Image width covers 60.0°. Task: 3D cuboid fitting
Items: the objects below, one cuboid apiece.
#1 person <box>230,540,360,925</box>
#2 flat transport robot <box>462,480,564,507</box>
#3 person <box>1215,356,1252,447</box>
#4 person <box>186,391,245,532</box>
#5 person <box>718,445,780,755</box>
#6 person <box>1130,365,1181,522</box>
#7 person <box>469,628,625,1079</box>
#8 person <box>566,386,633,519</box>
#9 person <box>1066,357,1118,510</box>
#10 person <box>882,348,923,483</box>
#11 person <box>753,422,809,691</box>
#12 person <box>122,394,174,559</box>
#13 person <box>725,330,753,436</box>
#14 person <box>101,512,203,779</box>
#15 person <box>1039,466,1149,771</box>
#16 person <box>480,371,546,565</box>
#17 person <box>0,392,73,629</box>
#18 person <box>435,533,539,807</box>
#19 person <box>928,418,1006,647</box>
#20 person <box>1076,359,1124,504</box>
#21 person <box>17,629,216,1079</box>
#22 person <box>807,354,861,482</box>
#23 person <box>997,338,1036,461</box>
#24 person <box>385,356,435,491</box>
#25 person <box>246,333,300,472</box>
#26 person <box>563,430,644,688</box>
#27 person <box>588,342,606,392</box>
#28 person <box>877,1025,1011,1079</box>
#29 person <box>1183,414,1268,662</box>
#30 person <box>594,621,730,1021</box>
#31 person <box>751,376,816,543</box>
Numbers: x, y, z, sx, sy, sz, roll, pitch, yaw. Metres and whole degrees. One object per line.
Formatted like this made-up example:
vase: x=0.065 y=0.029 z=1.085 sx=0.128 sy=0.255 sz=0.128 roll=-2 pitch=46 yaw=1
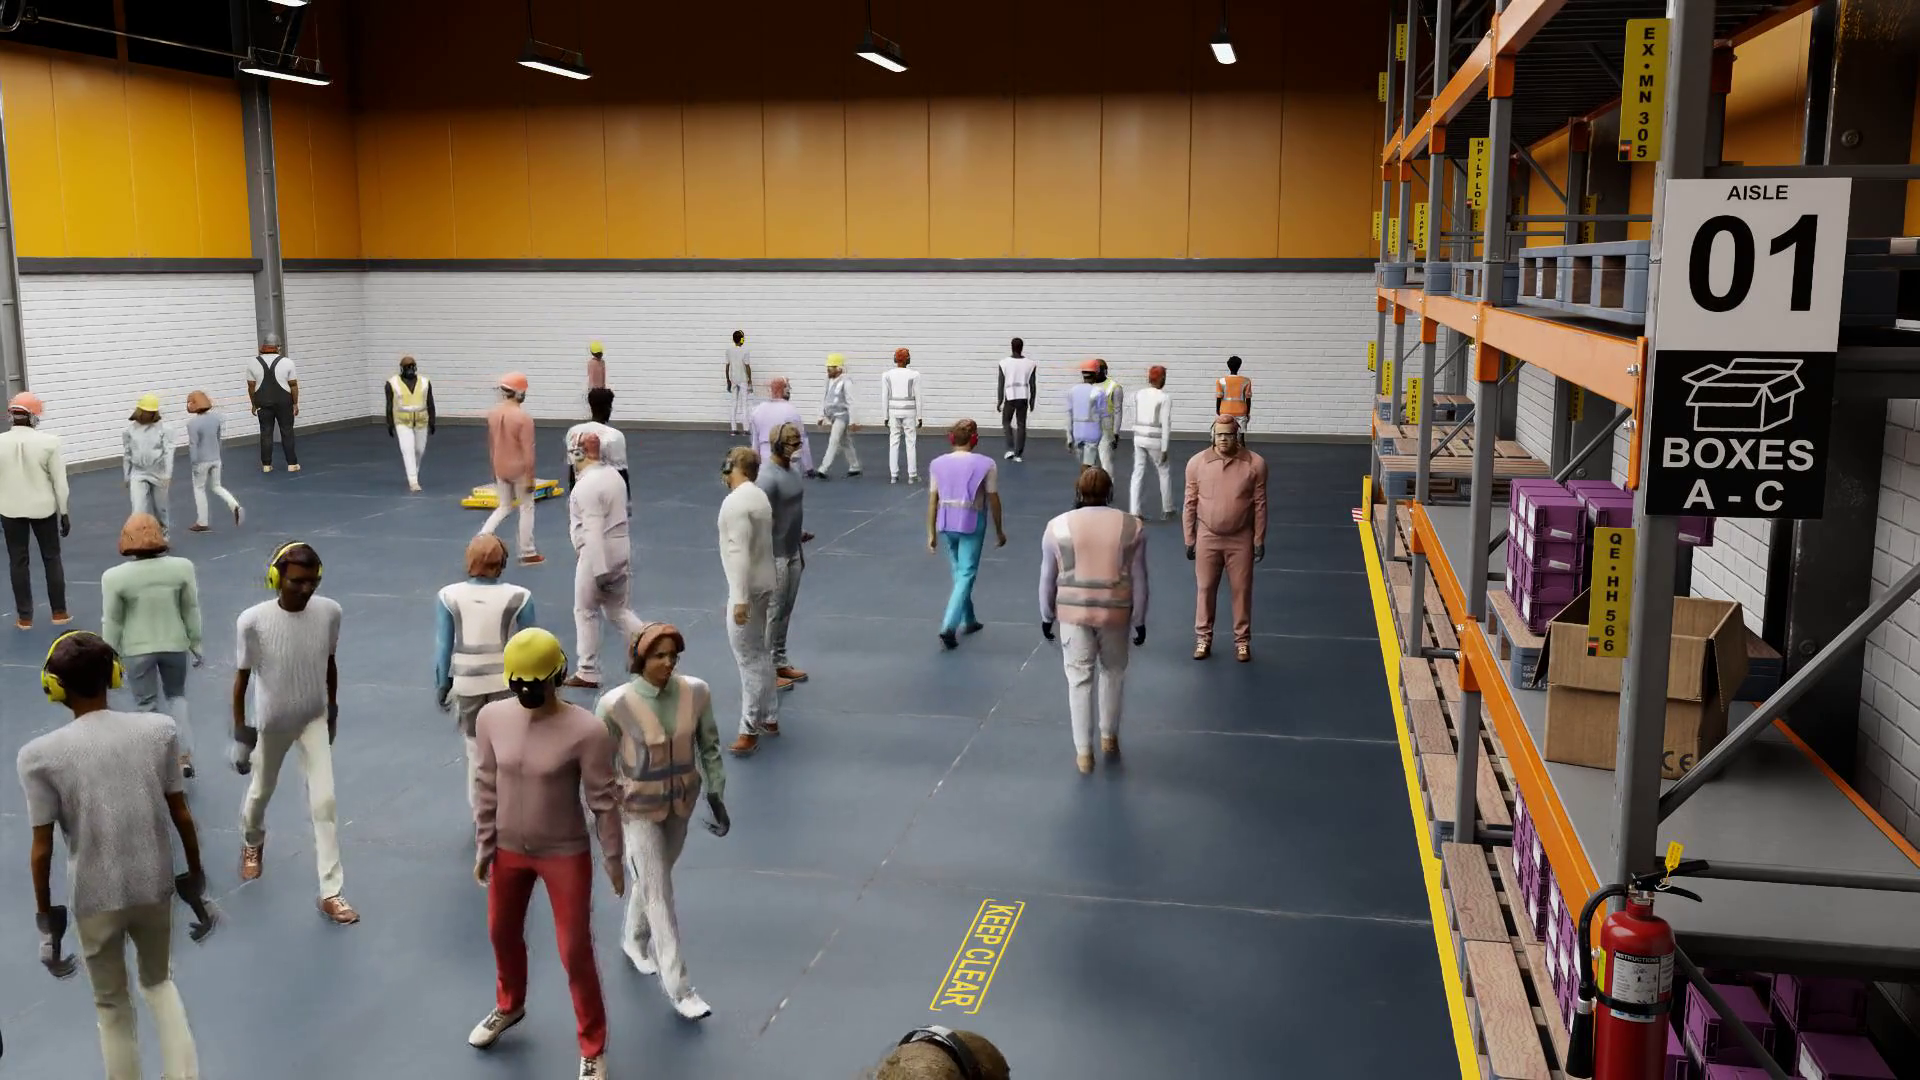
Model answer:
person: x=-3.228 y=0.854 z=7.923 sx=0.545 sy=1.775 sz=1.124 roll=-8 pitch=12 yaw=-39
flat transport robot: x=-5.691 y=-0.613 z=21.226 sx=0.652 sy=0.197 sz=1.431 roll=2 pitch=10 yaw=14
person: x=3.996 y=-1.841 z=24.340 sx=0.541 sy=1.695 sz=0.316 roll=0 pitch=9 yaw=3
person: x=-8.466 y=-0.882 z=18.786 sx=0.606 sy=1.615 sz=0.512 roll=3 pitch=10 yaw=20
person: x=-1.345 y=0.369 z=10.471 sx=0.367 sy=1.897 sz=0.762 roll=1 pitch=9 yaw=6
person: x=2.308 y=-1.130 z=19.602 sx=0.601 sy=1.848 sz=0.872 roll=8 pitch=12 yaw=39
person: x=-1.577 y=1.149 z=6.201 sx=0.732 sy=1.739 sz=0.524 roll=2 pitch=10 yaw=14
person: x=-3.219 y=-0.408 z=14.944 sx=0.628 sy=1.945 sz=0.430 roll=5 pitch=11 yaw=27
person: x=1.640 y=-1.254 z=20.168 sx=0.555 sy=1.902 sz=0.867 roll=9 pitch=13 yaw=44
person: x=-0.792 y=-1.719 z=23.050 sx=0.574 sy=1.882 sz=0.356 roll=2 pitch=10 yaw=12
person: x=-1.291 y=0.112 z=11.901 sx=0.382 sy=1.930 sz=0.623 roll=3 pitch=10 yaw=15
person: x=-8.494 y=-0.695 z=17.436 sx=0.507 sy=1.700 sz=0.815 roll=-4 pitch=10 yaw=-21
person: x=-3.910 y=-2.782 z=29.487 sx=0.518 sy=1.873 sz=0.328 roll=4 pitch=10 yaw=20
person: x=-4.645 y=0.643 z=9.567 sx=0.520 sy=1.620 sz=0.341 roll=-8 pitch=13 yaw=-41
person: x=0.808 y=0.449 z=10.164 sx=0.654 sy=1.819 sz=0.756 roll=0 pitch=9 yaw=1
person: x=-4.509 y=-0.693 z=16.586 sx=0.615 sy=1.979 sz=0.704 roll=6 pitch=11 yaw=32
person: x=-7.771 y=-0.237 z=13.893 sx=0.639 sy=1.970 sz=0.412 roll=-4 pitch=10 yaw=-21
person: x=-2.480 y=0.766 z=8.829 sx=0.544 sy=1.619 sz=0.540 roll=-1 pitch=9 yaw=-5
person: x=0.007 y=-0.070 z=13.347 sx=0.566 sy=1.812 sz=0.907 roll=5 pitch=11 yaw=28
person: x=1.748 y=-1.381 z=21.134 sx=0.633 sy=1.842 sz=0.429 roll=7 pitch=11 yaw=35
person: x=-2.812 y=1.208 z=5.580 sx=0.538 sy=1.834 sz=0.467 roll=-9 pitch=13 yaw=-43
person: x=-1.768 y=-1.718 z=23.345 sx=0.935 sy=1.777 sz=0.611 roll=-5 pitch=11 yaw=-30
person: x=0.862 y=-2.170 z=25.698 sx=0.631 sy=1.898 sz=0.556 roll=-2 pitch=10 yaw=-10
person: x=-7.435 y=-1.593 z=22.502 sx=0.632 sy=1.818 sz=0.837 roll=-6 pitch=11 yaw=-32
person: x=-10.042 y=-2.021 z=24.391 sx=0.689 sy=2.000 sz=0.537 roll=-2 pitch=10 yaw=-11
person: x=-2.471 y=0.145 z=11.884 sx=0.757 sy=1.865 sz=0.653 roll=3 pitch=10 yaw=16
person: x=-6.193 y=-2.541 z=28.477 sx=0.421 sy=1.719 sz=0.650 roll=2 pitch=10 yaw=14
person: x=-0.041 y=1.670 z=2.628 sx=0.649 sy=1.890 sz=1.034 roll=9 pitch=13 yaw=44
person: x=2.022 y=-0.013 z=12.723 sx=0.645 sy=1.904 sz=0.401 roll=2 pitch=10 yaw=12
person: x=-1.238 y=1.113 z=6.858 sx=0.512 sy=1.588 sz=0.870 roll=-8 pitch=12 yaw=-39
person: x=-1.894 y=-0.814 z=17.703 sx=0.652 sy=1.853 sz=1.019 roll=8 pitch=12 yaw=40
